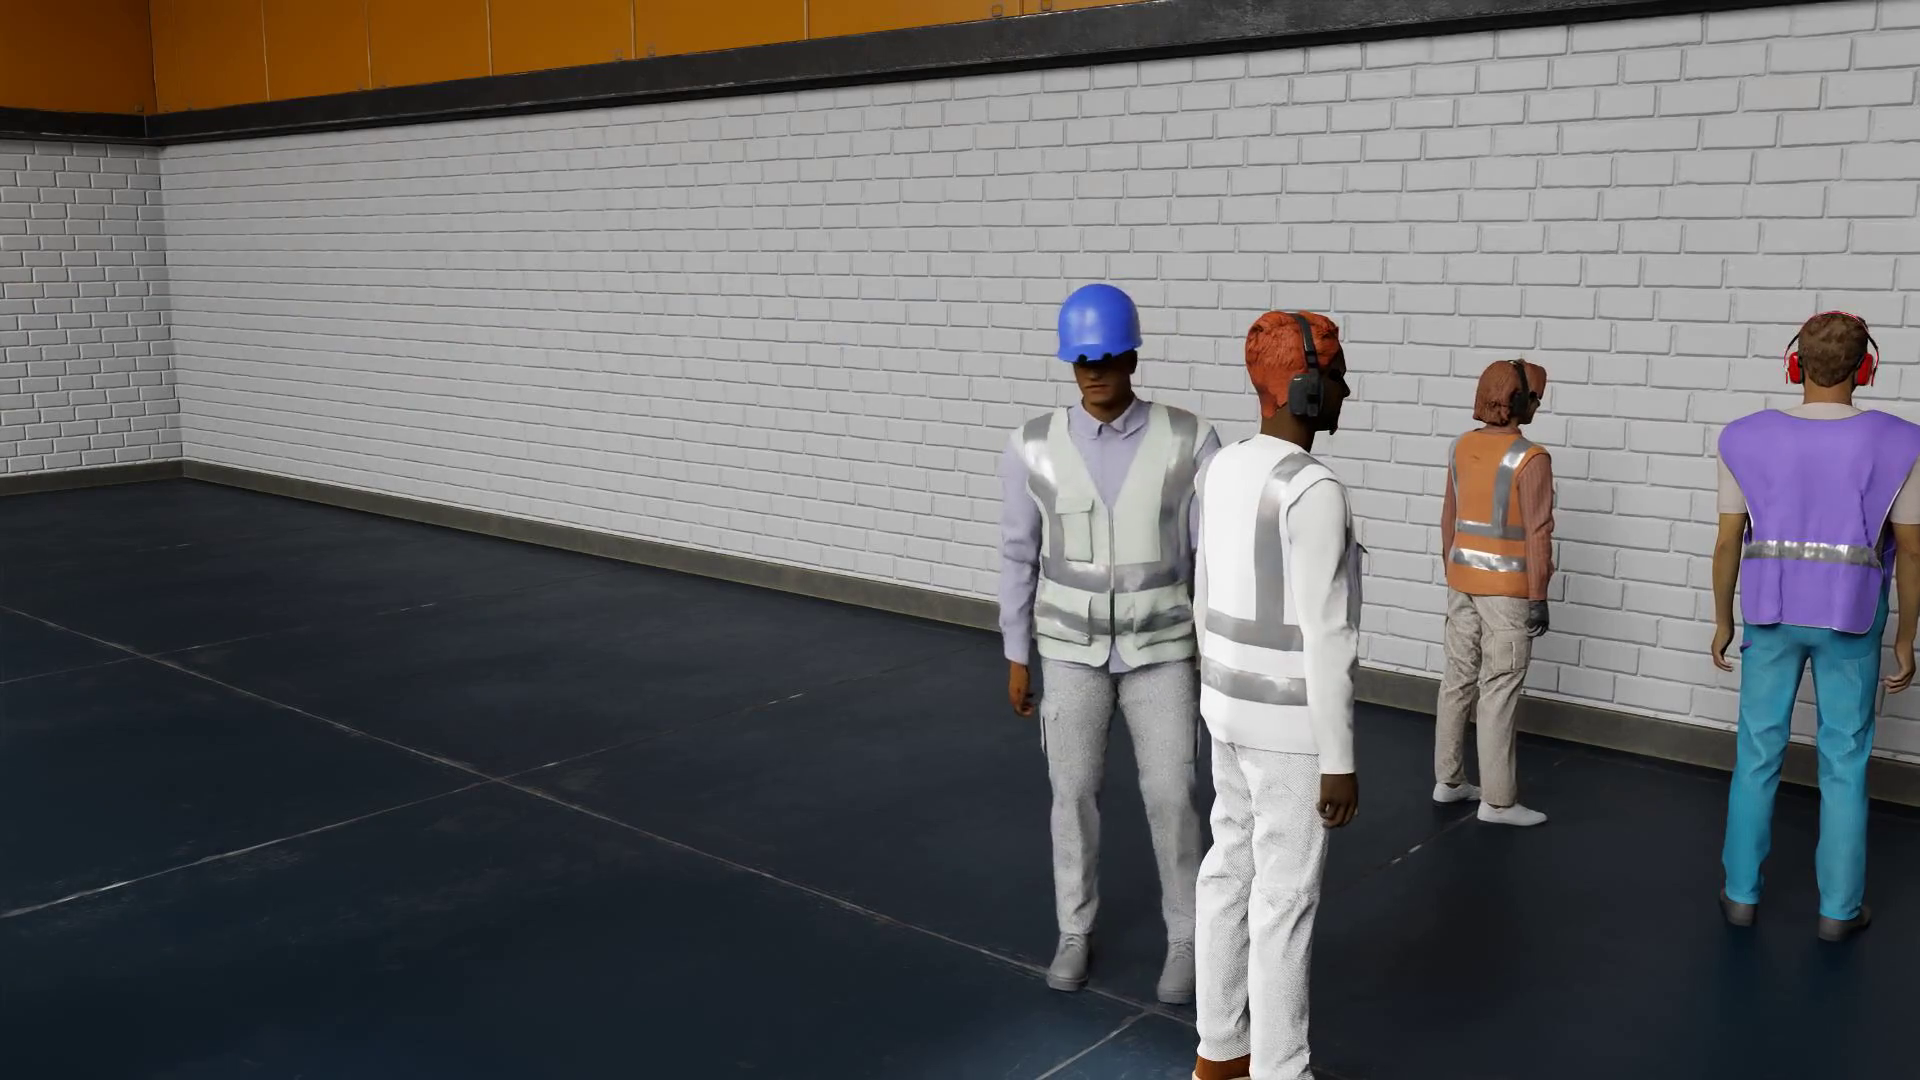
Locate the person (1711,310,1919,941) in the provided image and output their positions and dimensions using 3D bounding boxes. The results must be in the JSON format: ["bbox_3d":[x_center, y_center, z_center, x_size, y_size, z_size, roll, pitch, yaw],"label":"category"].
[{"bbox_3d":[2.486,0.258,4.868,0.567,1.845,0.389,6,12,30],"label":"person"}]

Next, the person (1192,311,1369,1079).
[{"bbox_3d":[0.730,0.427,3.799,0.354,1.883,0.573,-3,11,-19],"label":"person"}]

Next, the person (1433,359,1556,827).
[{"bbox_3d":[1.888,0.183,5.878,0.312,1.639,0.518,-4,11,-20],"label":"person"}]

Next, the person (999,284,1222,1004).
[{"bbox_3d":[0.409,0.286,4.466,0.619,1.931,0.432,2,10,10],"label":"person"}]
